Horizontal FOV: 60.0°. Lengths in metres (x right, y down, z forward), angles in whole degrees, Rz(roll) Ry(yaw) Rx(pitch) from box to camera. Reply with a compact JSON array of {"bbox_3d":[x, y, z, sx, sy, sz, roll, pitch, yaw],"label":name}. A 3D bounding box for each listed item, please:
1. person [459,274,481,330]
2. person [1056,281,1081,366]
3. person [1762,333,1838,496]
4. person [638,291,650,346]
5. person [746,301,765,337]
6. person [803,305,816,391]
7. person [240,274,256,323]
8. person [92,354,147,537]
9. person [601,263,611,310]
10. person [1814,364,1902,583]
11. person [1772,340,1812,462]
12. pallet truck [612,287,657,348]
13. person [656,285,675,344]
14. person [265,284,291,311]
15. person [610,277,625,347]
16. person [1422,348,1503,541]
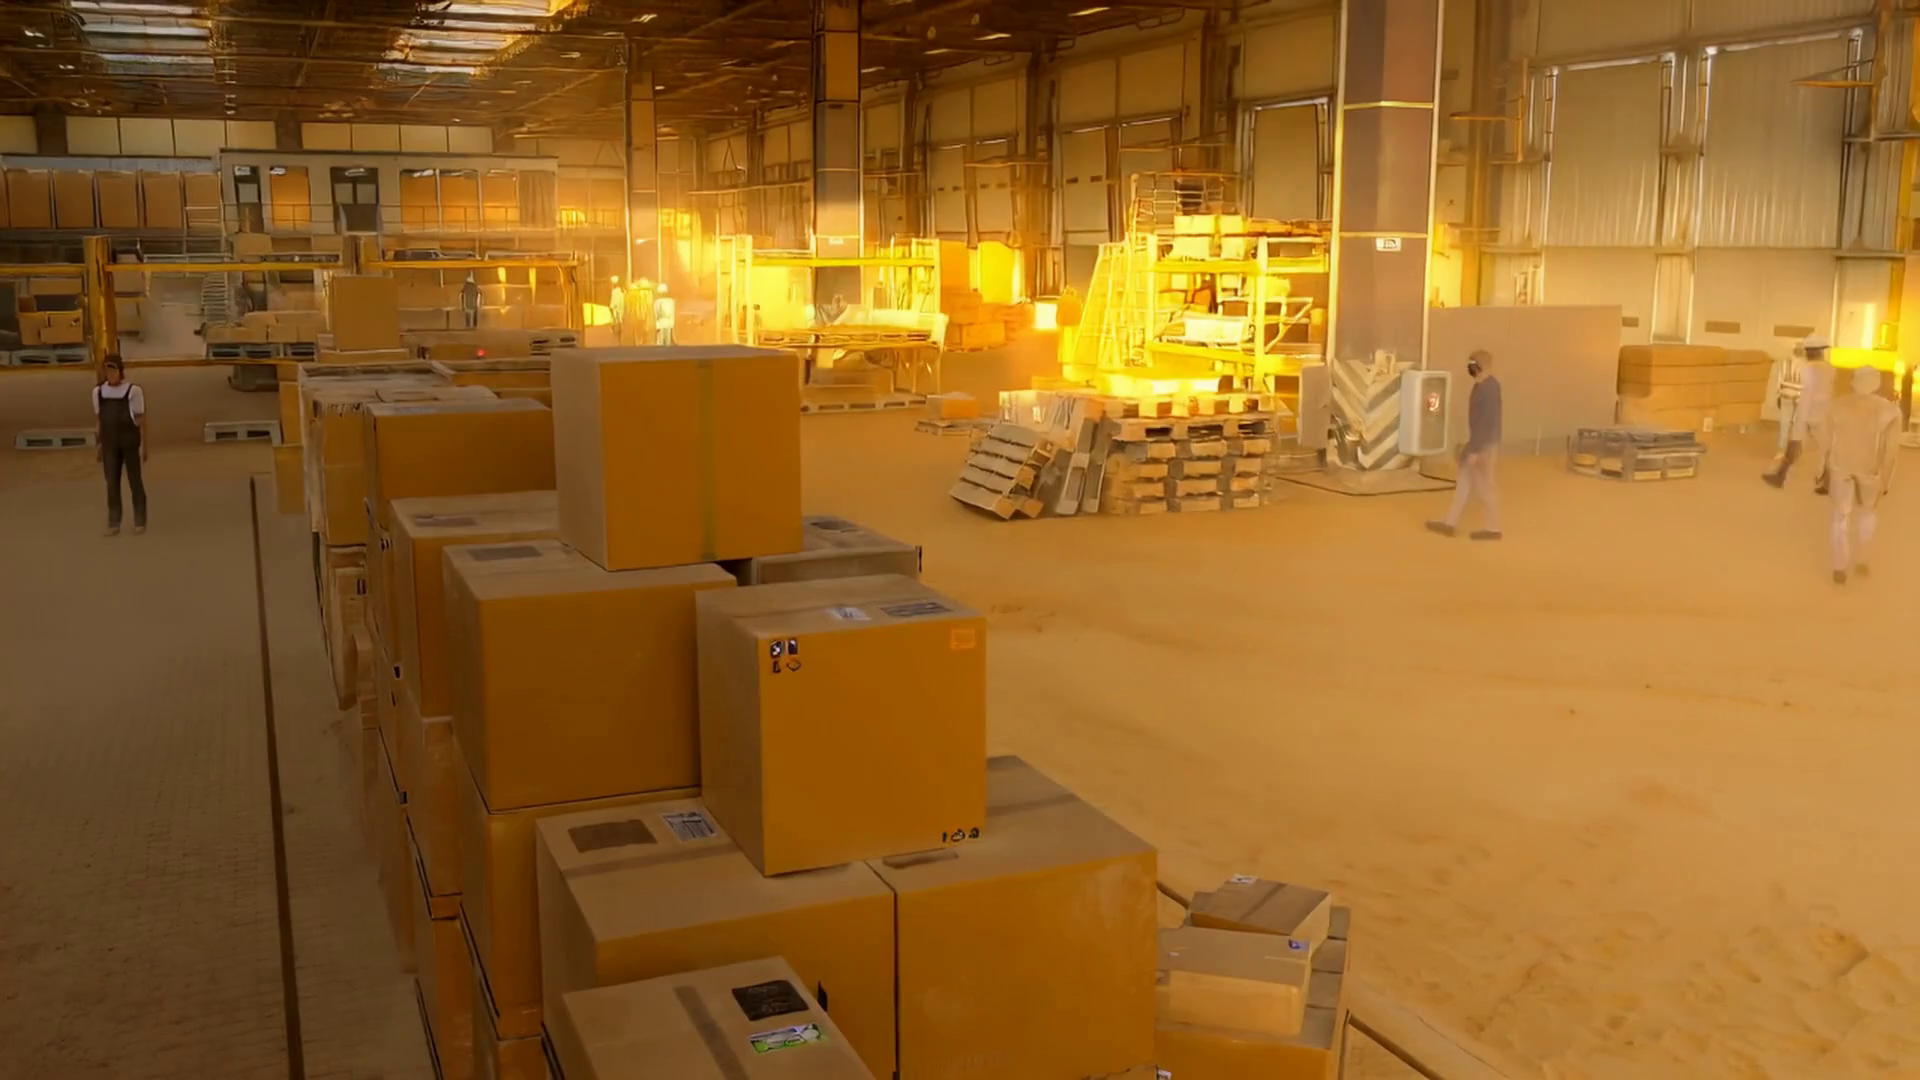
[{"bbox_3d":[-14.822,-7.074,50.333,0.630,1.923,0.601,-3,11,-18],"label":"person"},{"bbox_3d":[2.559,-5.102,39.245,0.610,1.996,0.378,-3,11,-14],"label":"person"},{"bbox_3d":[10.029,-1.486,19.625,0.553,1.883,1.002,-3,11,-18],"label":"person"},{"bbox_3d":[-8.095,-5.601,42.759,0.492,1.725,0.663,-8,13,-39],"label":"person"},{"bbox_3d":[-4.158,-3.895,33.264,0.687,1.738,0.541,-6,12,-31],"label":"person"},{"bbox_3d":[-2.954,-3.788,32.820,0.316,1.699,0.540,0,10,0],"label":"person"},{"bbox_3d":[-23.590,-7.941,55.395,0.874,1.806,0.660,-8,13,-37],"label":"person"},{"bbox_3d":[-8.467,-0.947,16.761,0.508,1.846,0.345,-1,10,-6],"label":"person"},{"bbox_3d":[-14.316,-10.125,66.928,0.396,1.993,0.617,6,12,32],"label":"person"},{"bbox_3d":[7.903,-0.603,14.687,0.650,1.902,0.894,6,12,30],"label":"person"},{"bbox_3d":[11.287,-1.878,22.458,0.523,1.638,0.310,9,14,42],"label":"person"},{"bbox_3d":[-6.464,-4.406,35.401,0.823,1.965,1.885,6,12,32],"label":"pallet truck"},{"bbox_3d":[-6.955,-5.056,39.223,0.409,1.917,0.587,7,12,34],"label":"person"},{"bbox_3d":[-17.429,-5.646,42.710,0.633,1.821,0.658,6,12,28],"label":"person"},{"bbox_3d":[-9.511,-6.345,46.254,0.402,1.938,0.604,-3,11,-16],"label":"person"},{"bbox_3d":[5.028,-0.932,16.476,0.805,1.913,0.658,1,10,8],"label":"person"}]
